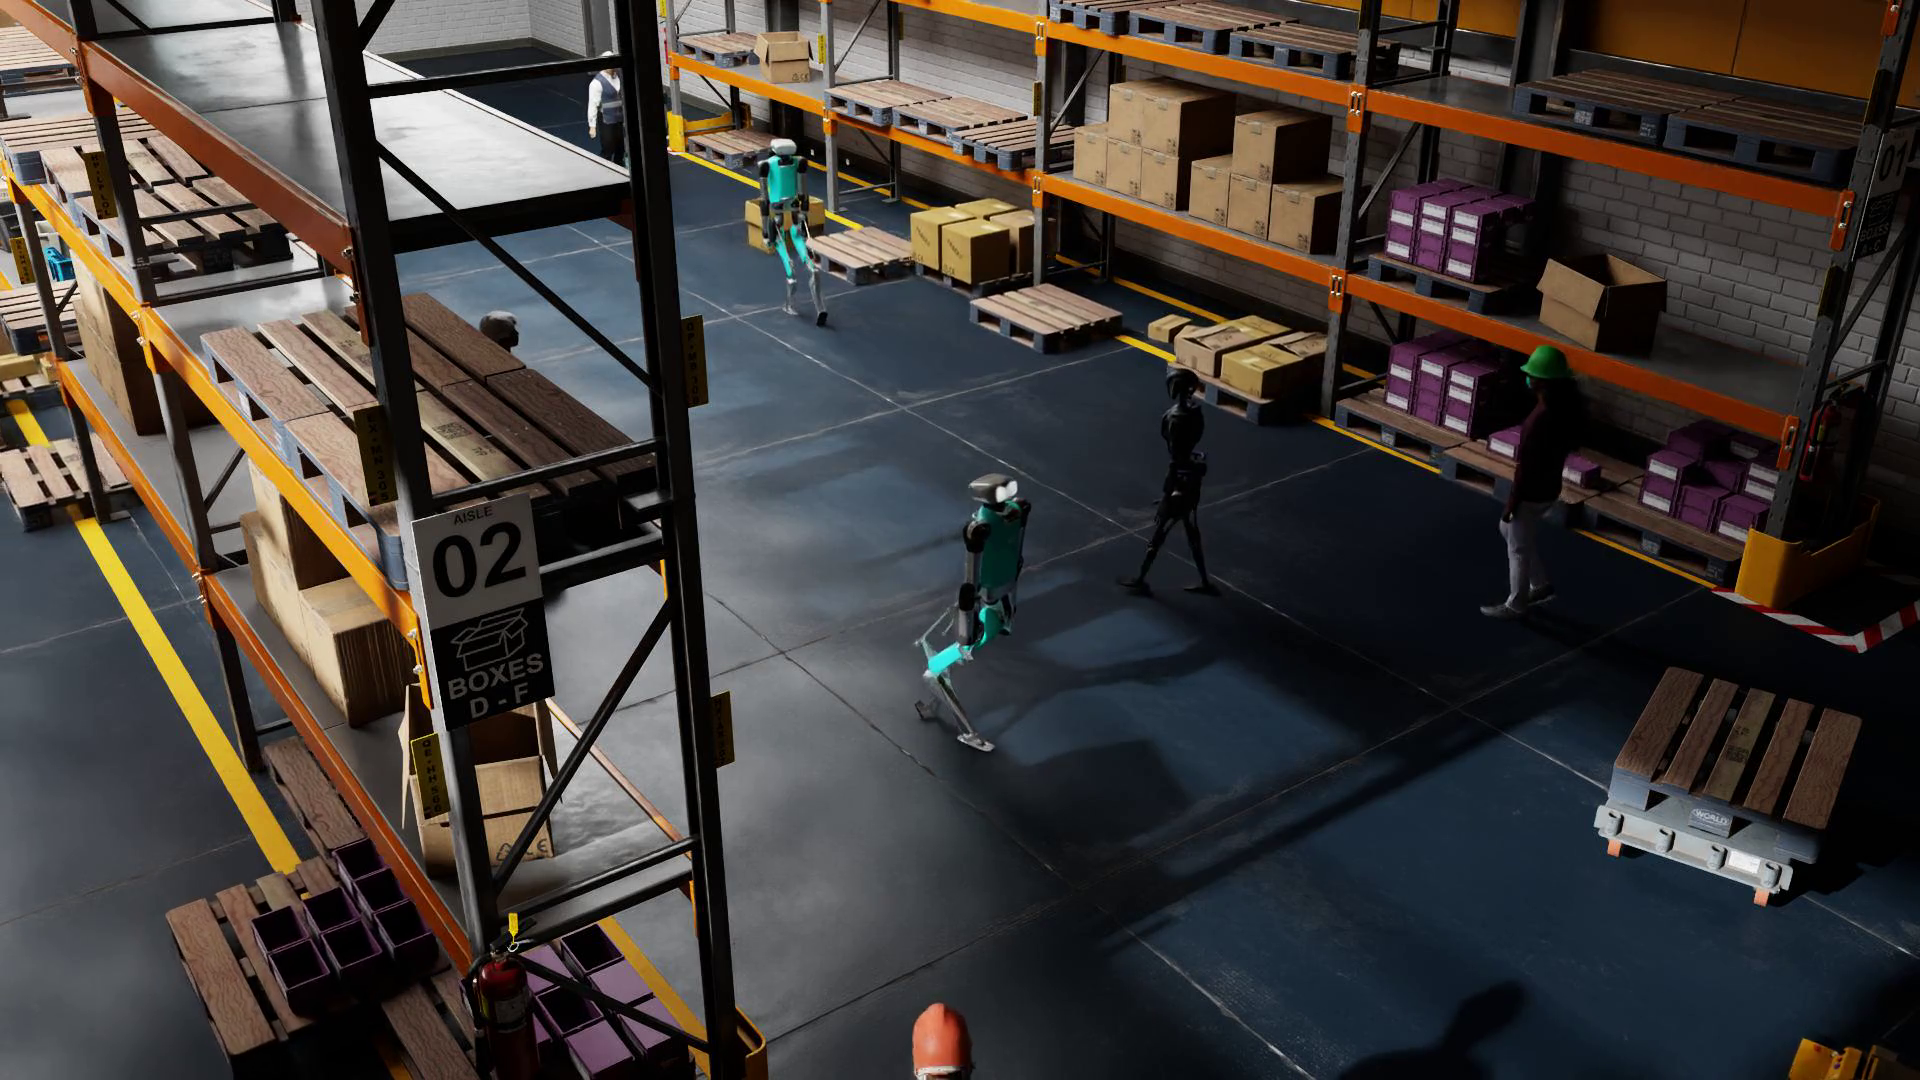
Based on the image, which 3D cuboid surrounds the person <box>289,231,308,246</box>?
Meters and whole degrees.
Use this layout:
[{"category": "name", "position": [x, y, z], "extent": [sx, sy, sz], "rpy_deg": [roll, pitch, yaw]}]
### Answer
[{"category": "person", "position": [-6.281, -2.586, 15.619], "extent": [0.287, 1.629, 0.498], "rpy_deg": [13, 29, 23]}]

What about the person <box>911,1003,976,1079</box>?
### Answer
[{"category": "person", "position": [-0.042, 2.355, 5.717], "extent": [0.563, 1.691, 0.878], "rpy_deg": [2, 27, 5]}]

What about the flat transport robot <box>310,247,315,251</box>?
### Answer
[{"category": "flat transport robot", "position": [-7.357, -3.158, 18.268], "extent": [1.431, 0.231, 0.659], "rpy_deg": [15, 31, 28]}]

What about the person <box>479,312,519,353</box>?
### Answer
[{"category": "person", "position": [-3.120, -0.713, 11.651], "extent": [0.341, 1.844, 0.509], "rpy_deg": [-8, 28, -15]}]

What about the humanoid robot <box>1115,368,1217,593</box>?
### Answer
[{"category": "humanoid robot", "position": [1.439, -0.397, 11.226], "extent": [0.690, 1.633, 0.586], "rpy_deg": [8, 28, 16]}]

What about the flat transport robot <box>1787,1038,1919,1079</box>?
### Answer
[{"category": "flat transport robot", "position": [4.197, 2.554, 6.908], "extent": [1.431, 0.231, 0.659], "rpy_deg": [18, 32, 32]}]

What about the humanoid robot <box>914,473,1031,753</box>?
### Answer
[{"category": "humanoid robot", "position": [-0.045, 0.426, 9.599], "extent": [0.833, 1.857, 0.548], "rpy_deg": [18, 32, 31]}]

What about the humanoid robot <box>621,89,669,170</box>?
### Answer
[{"category": "humanoid robot", "position": [-3.717, -4.537, 19.517], "extent": [0.542, 1.907, 0.711], "rpy_deg": [-13, 29, -23]}]

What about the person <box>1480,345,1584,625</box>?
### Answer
[{"category": "person", "position": [3.712, -0.332, 10.802], "extent": [0.468, 1.937, 0.490], "rpy_deg": [19, 32, 32]}]

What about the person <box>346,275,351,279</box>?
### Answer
[{"category": "person", "position": [-5.124, -1.969, 14.272], "extent": [0.817, 1.717, 0.596], "rpy_deg": [5, 27, 10]}]

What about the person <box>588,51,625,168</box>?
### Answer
[{"category": "person", "position": [-4.292, -5.149, 20.570], "extent": [0.438, 1.755, 0.771], "rpy_deg": [19, 32, 32]}]

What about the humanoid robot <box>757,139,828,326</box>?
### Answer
[{"category": "humanoid robot", "position": [-1.568, -2.956, 16.283], "extent": [0.546, 1.812, 0.894], "rpy_deg": [-16, 31, -29]}]
